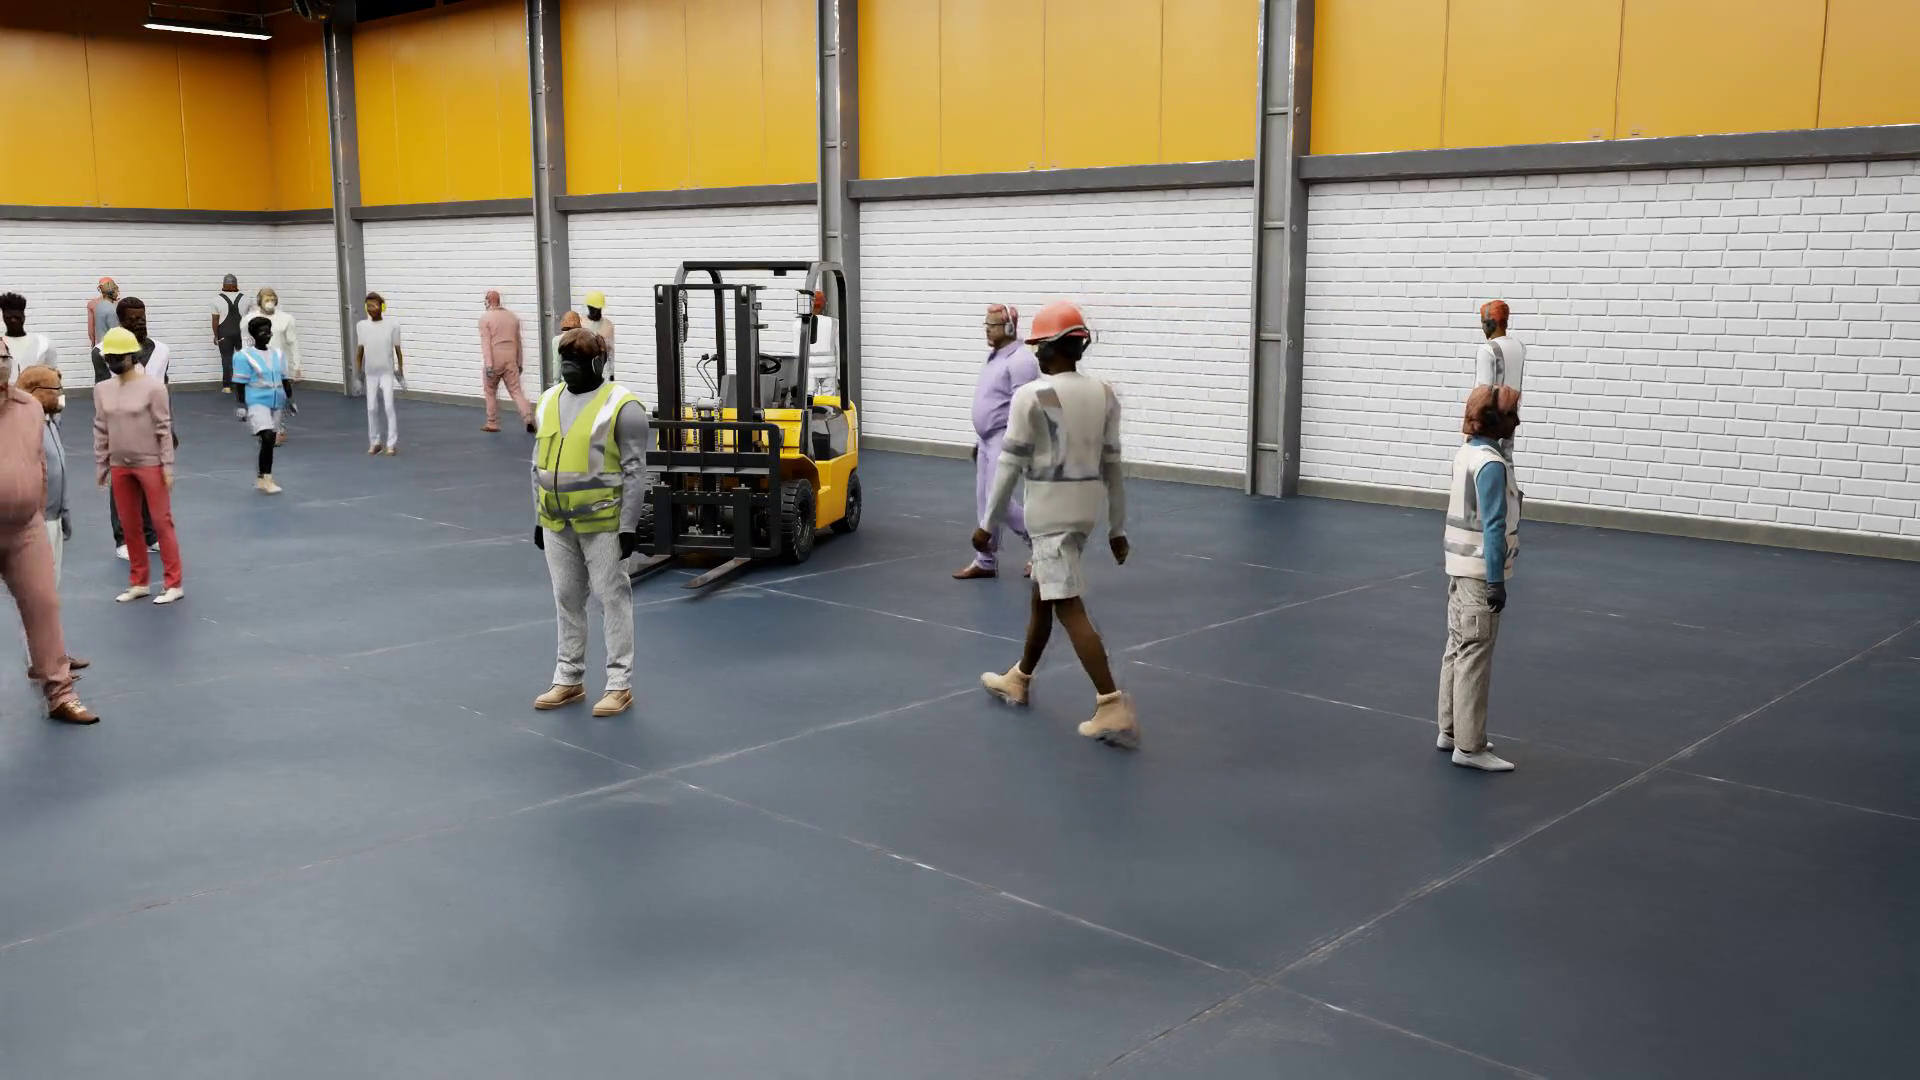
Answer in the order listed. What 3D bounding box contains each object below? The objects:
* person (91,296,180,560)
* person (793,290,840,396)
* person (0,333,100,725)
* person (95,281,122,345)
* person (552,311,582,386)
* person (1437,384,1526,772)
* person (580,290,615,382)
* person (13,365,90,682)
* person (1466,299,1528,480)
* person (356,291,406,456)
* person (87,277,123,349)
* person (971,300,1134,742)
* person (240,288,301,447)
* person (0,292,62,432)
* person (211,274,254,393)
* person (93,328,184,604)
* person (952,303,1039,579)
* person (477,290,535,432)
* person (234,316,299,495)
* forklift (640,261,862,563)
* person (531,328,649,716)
[{"bbox_3d":[-6.066,-0.827,12.256,0.395,1.919,0.590,5,11,29],"label":"person"},{"bbox_3d":[-1.572,-1.829,18.505,0.575,1.884,0.355,-3,10,-15],"label":"person"},{"bbox_3d":[-4.559,-0.061,7.763,0.988,1.862,0.660,5,10,26],"label":"person"},{"bbox_3d":[-12.207,-2.740,23.925,0.356,1.938,0.633,-9,13,-44],"label":"person"},{"bbox_3d":[-4.514,-1.857,19.443,0.500,1.633,0.280,-6,11,-31],"label":"person"},{"bbox_3d":[2.221,0.154,7.102,0.307,1.636,0.525,1,9,3],"label":"person"},{"bbox_3d":[-4.569,-2.134,20.443,0.614,1.873,0.937,-8,12,-40],"label":"person"},{"bbox_3d":[-4.742,-0.089,8.628,0.294,1.632,0.507,-2,10,-14],"label":"person"},{"bbox_3d":[4.093,-0.892,12.754,0.573,1.887,0.355,-8,12,-41],"label":"person"},{"bbox_3d":[-6.586,-1.879,18.869,0.533,1.868,0.314,0,9,-2],"label":"person"},{"bbox_3d":[-13.696,-3.238,26.813,0.623,1.989,0.399,-2,9,-10],"label":"person"},{"bbox_3d":[0.455,-0.100,7.637,0.622,1.979,1.105,-9,13,-44],"label":"person"},{"bbox_3d":[-8.301,-2.086,20.073,0.646,1.897,0.928,-6,11,-32],"label":"person"},{"bbox_3d":[-7.934,-1.127,14.050,0.610,1.937,0.889,-5,11,-28],"label":"person"},{"bbox_3d":[-12.483,-3.546,28.555,0.689,2.000,0.538,-6,11,-31],"label":"person"},{"bbox_3d":[-5.231,-0.462,10.531,0.526,1.754,0.367,2,9,9],"label":"person"},{"bbox_3d":[0.270,-0.657,11.279,0.587,1.896,0.668,-3,10,-18],"label":"person"},{"bbox_3d":[-5.880,-2.307,21.559,0.815,1.862,0.660,7,12,38],"label":"person"},{"bbox_3d":[-6.472,-1.256,15.639,0.630,1.677,0.538,4,10,24],"label":"person"},{"bbox_3d":[-1.552,-1.040,12.721,1.214,2.155,2.313,2,9,11],"label":"forklift"},{"bbox_3d":[-1.789,-0.085,7.940,0.627,1.847,0.429,4,10,24],"label":"person"}]
